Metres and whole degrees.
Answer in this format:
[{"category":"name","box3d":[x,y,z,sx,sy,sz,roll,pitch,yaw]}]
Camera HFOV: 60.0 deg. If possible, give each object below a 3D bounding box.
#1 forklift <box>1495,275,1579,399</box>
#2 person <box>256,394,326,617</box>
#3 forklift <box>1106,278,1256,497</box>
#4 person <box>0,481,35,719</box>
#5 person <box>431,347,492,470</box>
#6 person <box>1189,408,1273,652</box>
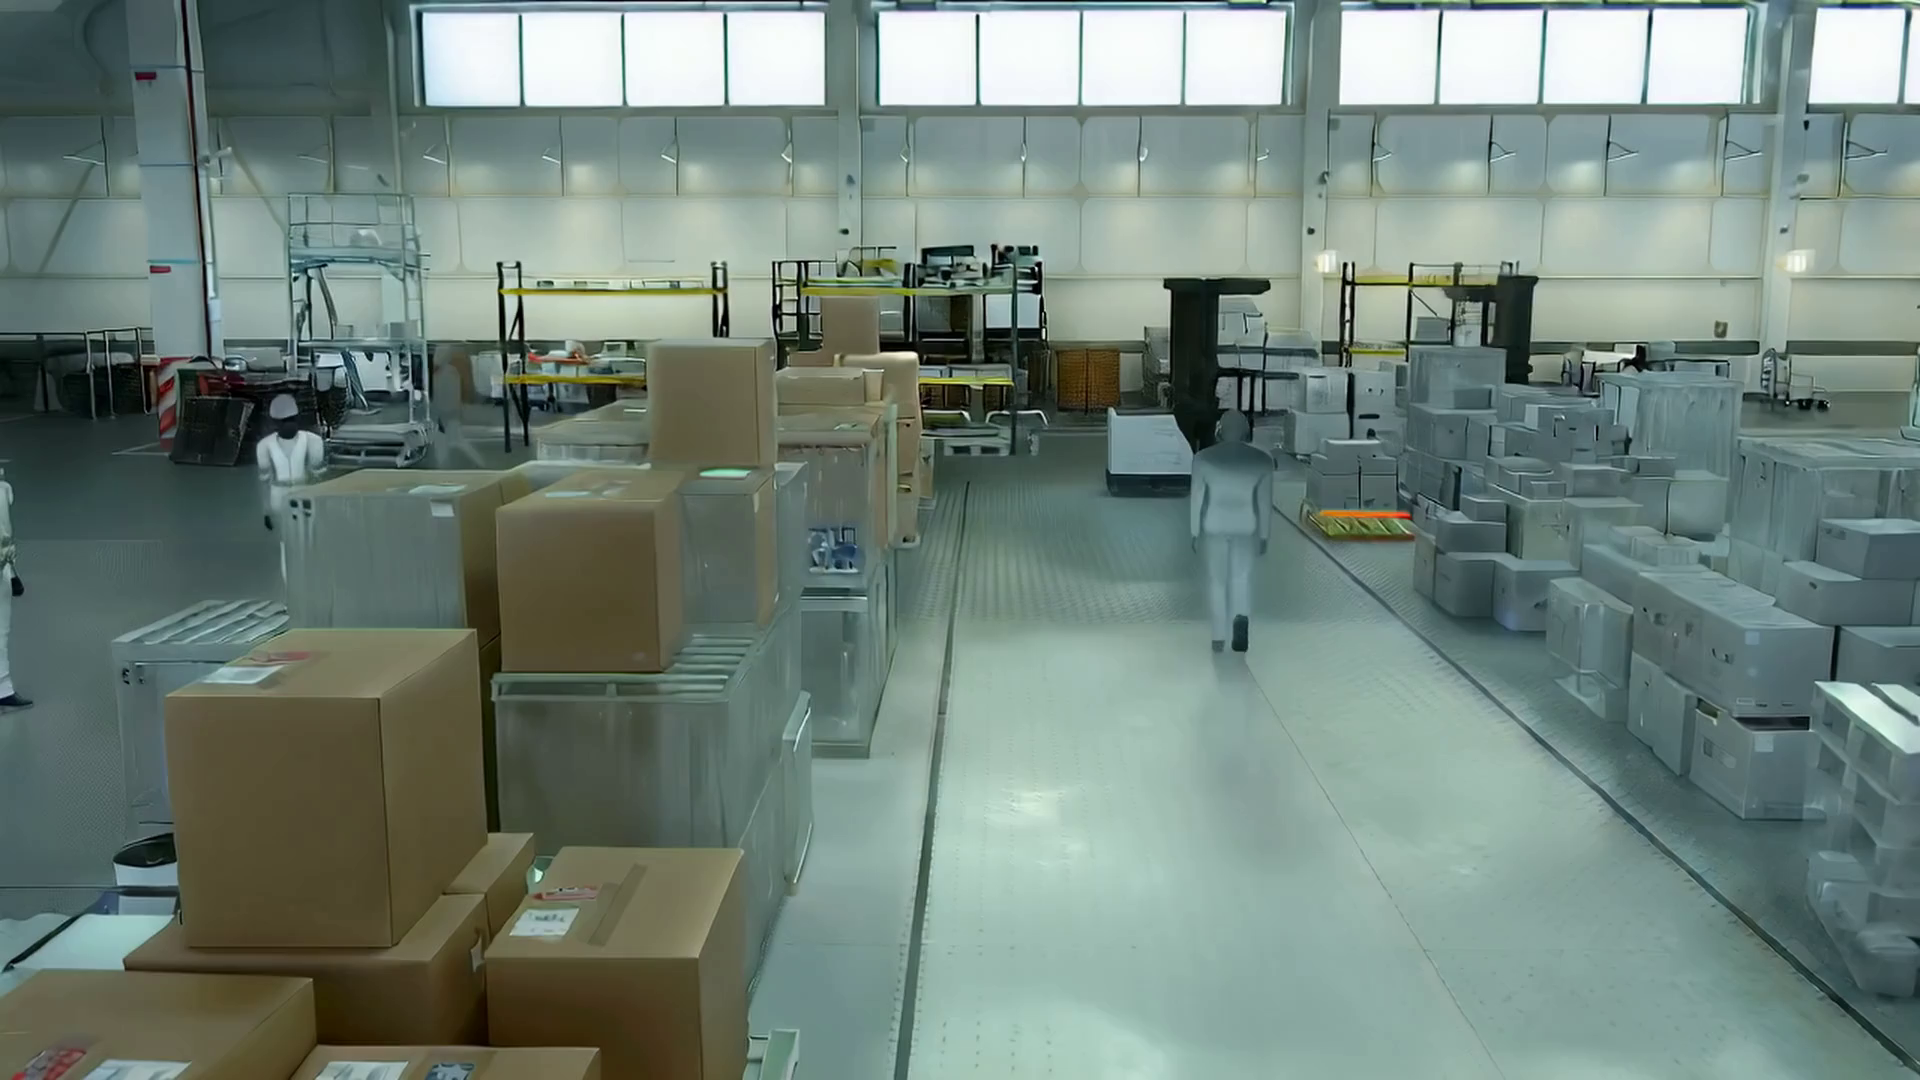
[{"category":"forklift","box3d":[8.798,-2.811,26.475,1.873,2.768,1.129,0,9,1]},{"category":"person","box3d":[-5.767,-0.318,14.408,0.561,1.920,0.546,-3,10,-17]},{"category":"forklift","box3d":[2.884,-2.007,21.659,1.873,2.768,1.129,0,9,1]},{"category":"person","box3d":[-6.500,0.253,11.105,0.361,1.882,0.575,2,10,11]},{"category":"person","box3d":[-6.813,-1.648,22.440,0.852,1.914,0.638,2,10,12]},{"category":"person","box3d":[2.082,-0.052,12.834,0.634,1.926,0.524,1,10,8]}]
